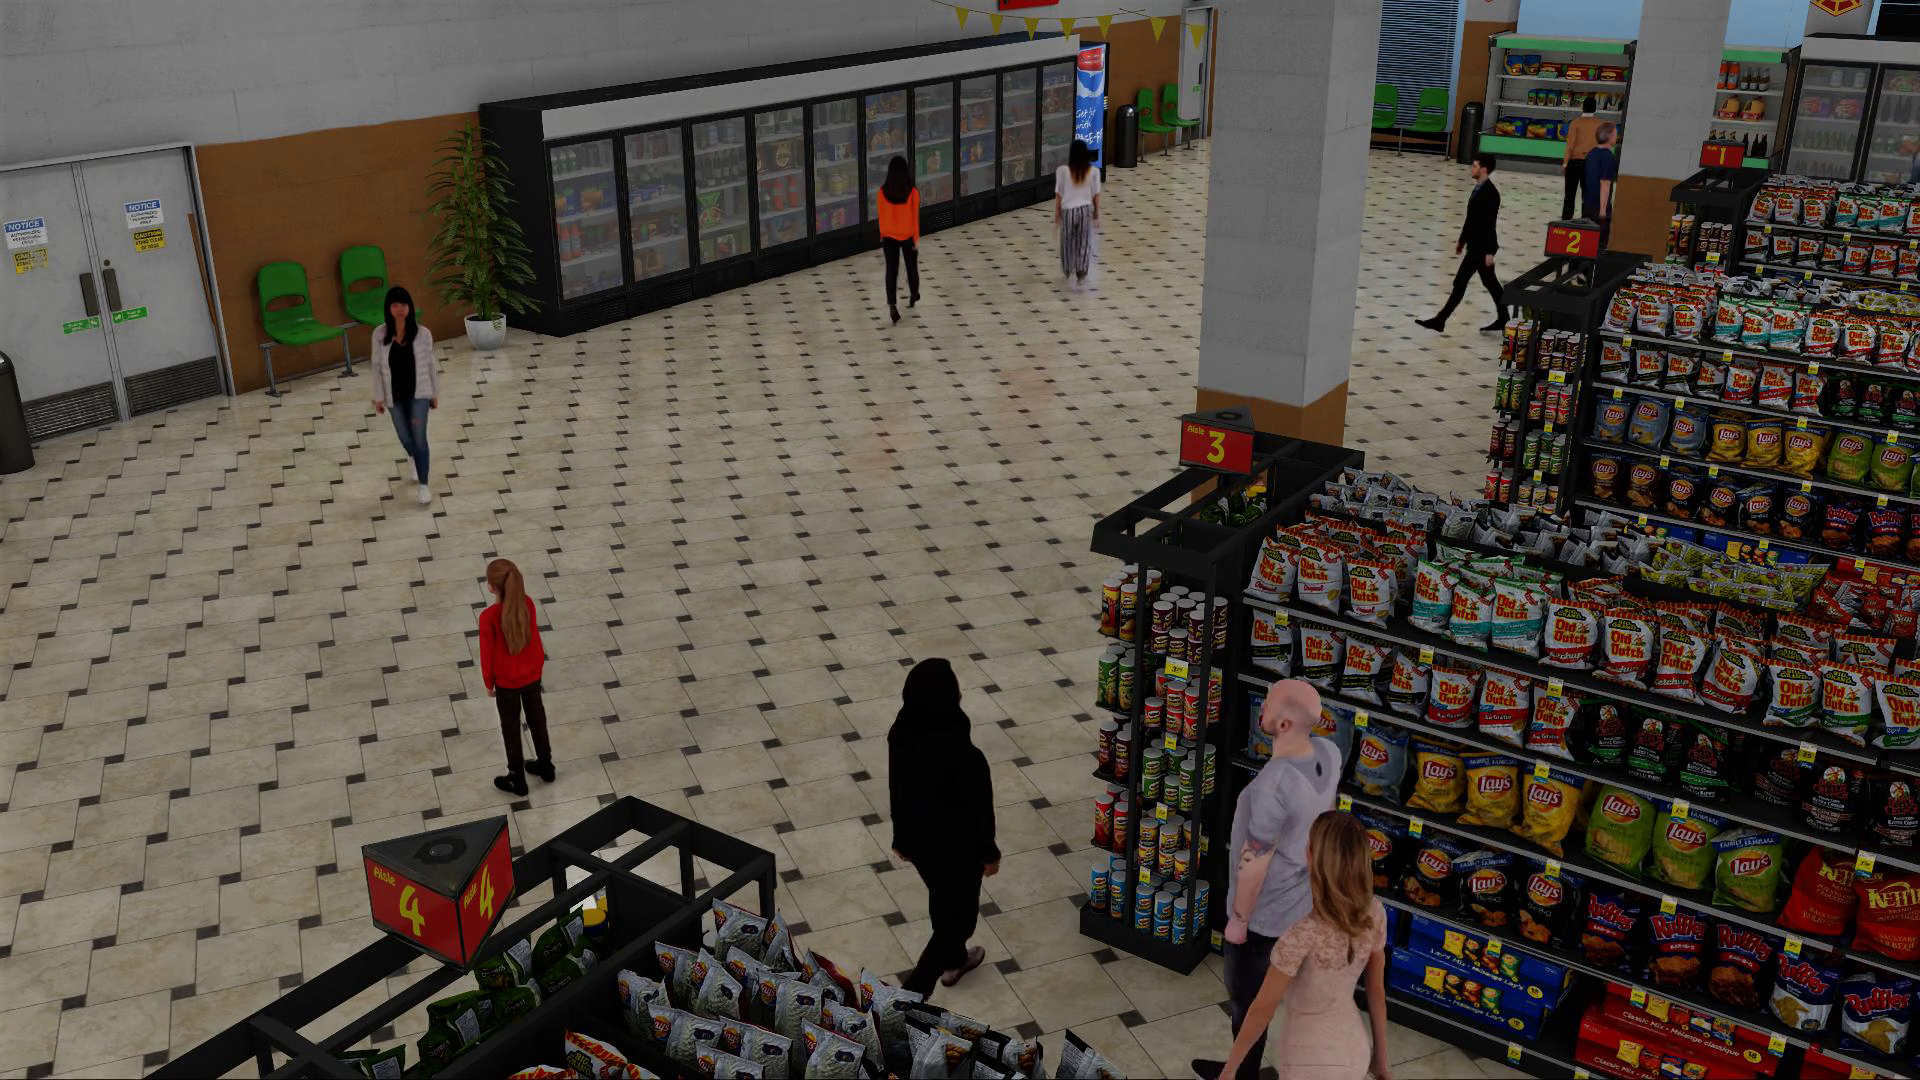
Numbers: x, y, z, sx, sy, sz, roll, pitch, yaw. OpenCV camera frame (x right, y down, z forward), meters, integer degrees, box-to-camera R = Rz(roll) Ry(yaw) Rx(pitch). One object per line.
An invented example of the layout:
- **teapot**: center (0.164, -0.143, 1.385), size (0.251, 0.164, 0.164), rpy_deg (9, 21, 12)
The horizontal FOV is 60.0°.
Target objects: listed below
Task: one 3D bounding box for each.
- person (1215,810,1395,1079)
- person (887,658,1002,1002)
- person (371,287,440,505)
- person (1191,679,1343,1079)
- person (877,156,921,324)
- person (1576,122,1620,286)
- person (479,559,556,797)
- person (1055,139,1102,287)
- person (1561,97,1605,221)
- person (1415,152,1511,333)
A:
- **person**: center (1.203, 1.764, 5.259), size (0.983, 1.766, 1.217), rpy_deg (-15, 26, -33)
- **person**: center (-0.109, 1.267, 6.726), size (0.823, 1.594, 0.950), rpy_deg (-20, 30, -41)
- **person**: center (-4.216, -1.126, 12.663), size (1.045, 1.607, 1.116), rpy_deg (-4, 22, -10)
- **person**: center (1.238, 1.362, 6.182), size (0.862, 1.823, 0.660), rpy_deg (15, 26, 33)
- **person**: center (-0.665, -3.131, 17.516), size (1.108, 1.709, 0.977), rpy_deg (4, 22, 11)
- **person**: center (7.208, -3.814, 19.010), size (0.885, 1.863, 0.833), rpy_deg (-1, 22, -3)
- **person**: center (-2.286, 0.692, 8.575), size (0.510, 1.282, 0.503), rpy_deg (19, 29, 39)
- **person**: center (1.343, -3.706, 19.046), size (1.176, 1.635, 1.118), rpy_deg (1, 22, 3)
- **person**: center (8.231, -4.971, 22.036), size (0.733, 1.754, 0.814), rpy_deg (-2, 22, -5)
- **person**: center (5.388, -2.970, 16.944), size (1.323, 1.837, 1.046), rpy_deg (4, 22, 10)
